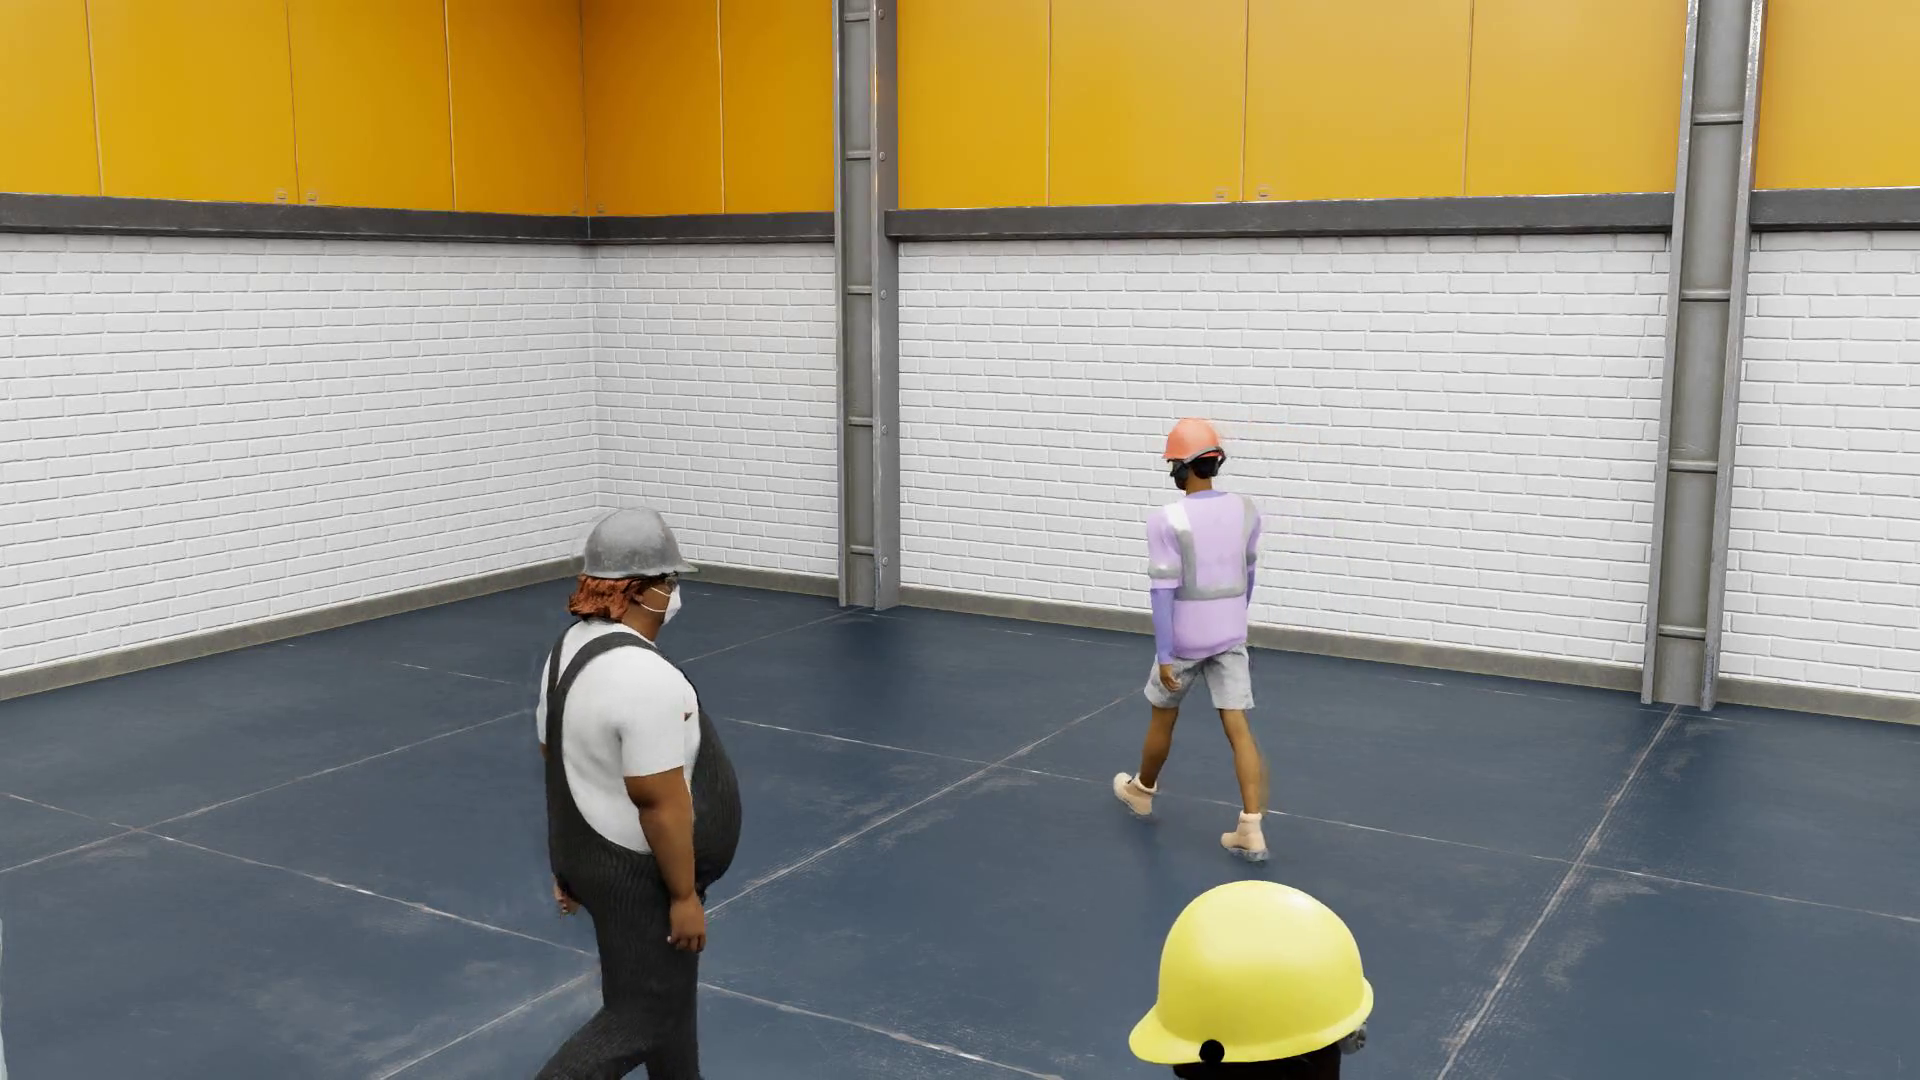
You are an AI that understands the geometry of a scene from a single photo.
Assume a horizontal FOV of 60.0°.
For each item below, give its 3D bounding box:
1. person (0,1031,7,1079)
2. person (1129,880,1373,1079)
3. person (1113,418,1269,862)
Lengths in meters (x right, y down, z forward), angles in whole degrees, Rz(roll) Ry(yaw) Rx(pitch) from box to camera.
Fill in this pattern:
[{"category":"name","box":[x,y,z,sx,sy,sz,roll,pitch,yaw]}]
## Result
[{"category":"person","box":[-2.056,1.268,3.238,0.325,1.740,0.492,1,9,6]},{"category":"person","box":[0.391,1.357,2.127,0.373,1.920,0.585,1,9,6]},{"category":"person","box":[1.110,0.431,7.722,0.629,1.986,1.070,-4,10,-22]}]
